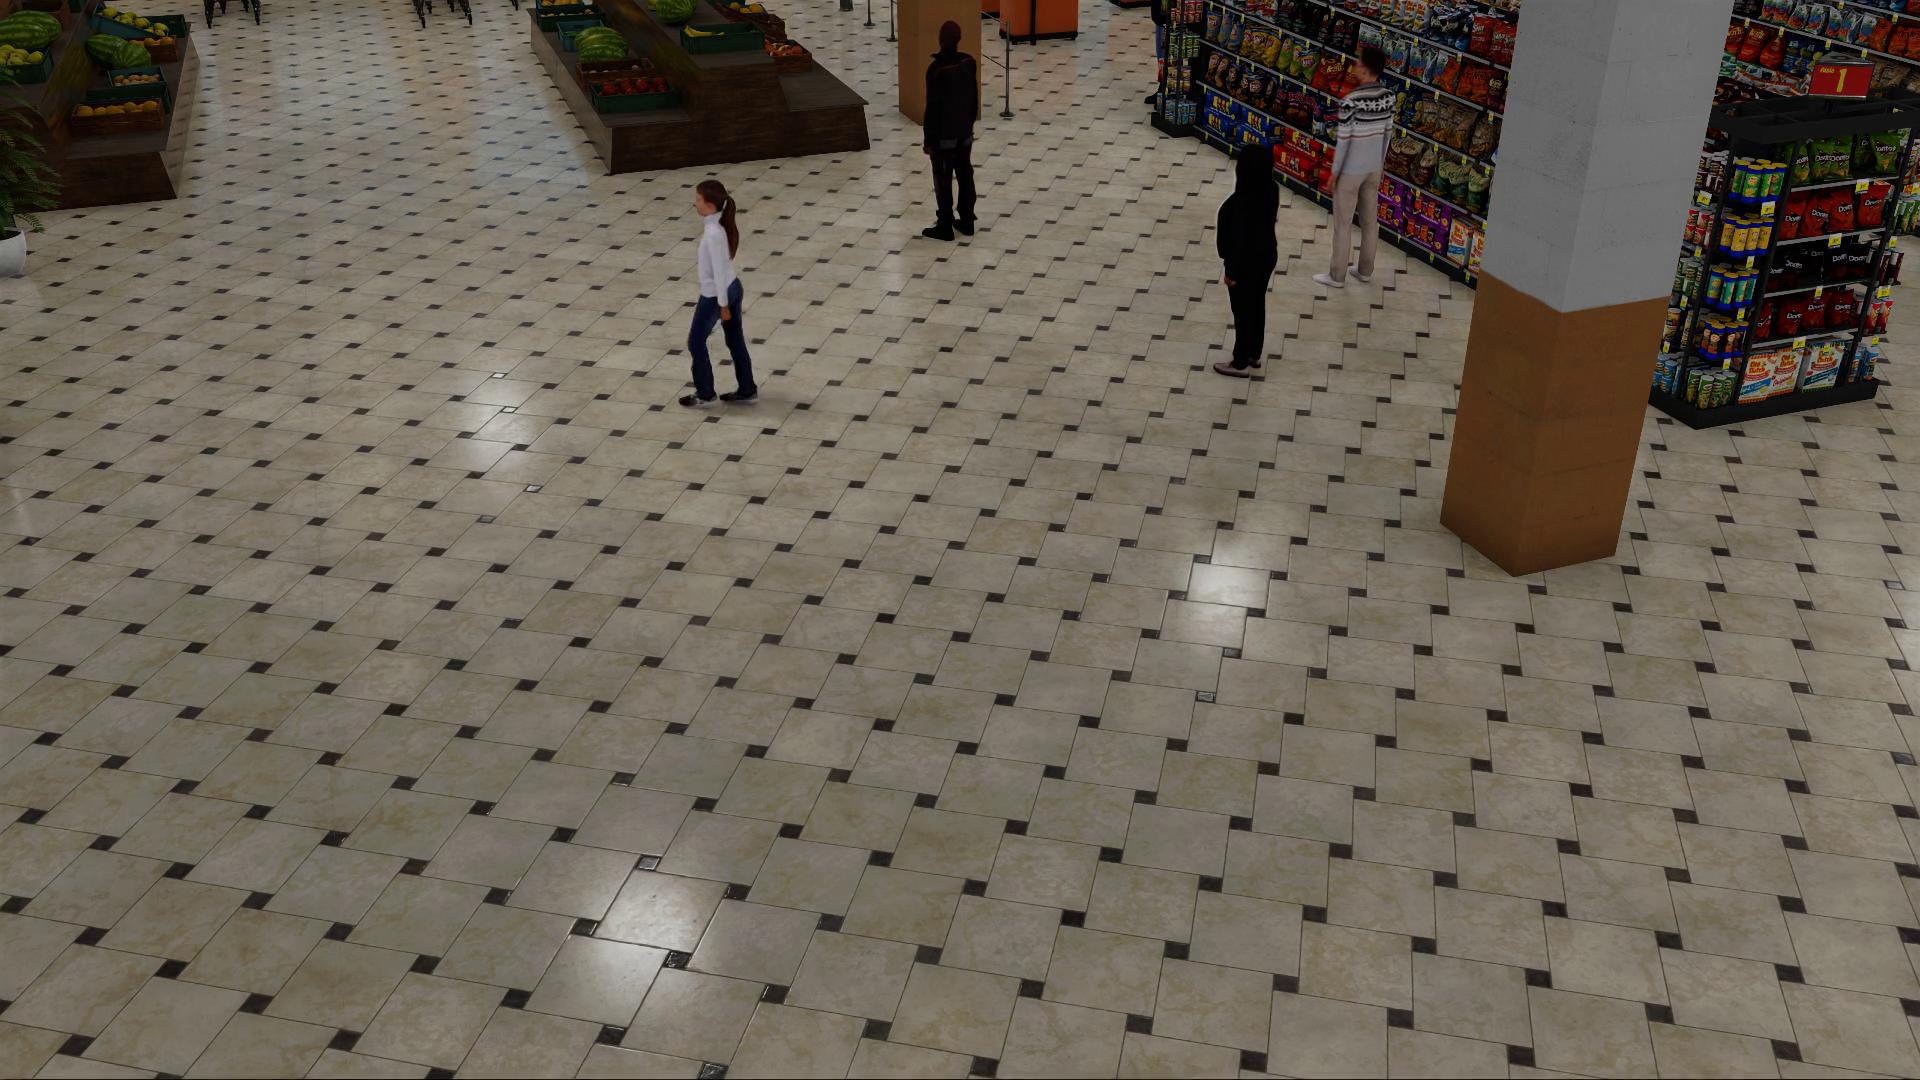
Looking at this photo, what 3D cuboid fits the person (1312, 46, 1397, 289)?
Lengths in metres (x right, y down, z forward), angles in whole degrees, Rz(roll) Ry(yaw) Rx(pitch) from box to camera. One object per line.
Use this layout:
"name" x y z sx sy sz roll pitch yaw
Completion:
"person" 3.112 -2.898 12.956 0.710 1.865 0.610 -14 32 -24

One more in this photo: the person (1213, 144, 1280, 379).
"person" 1.995 -1.917 11.418 0.796 1.616 0.763 20 34 32

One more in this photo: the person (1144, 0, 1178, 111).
"person" 2.243 -5.537 17.959 0.654 1.702 0.515 -6 29 -10

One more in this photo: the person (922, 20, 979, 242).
"person" -0.066 -3.442 13.993 0.765 1.826 0.709 -20 34 -32

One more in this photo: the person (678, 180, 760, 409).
"person" -1.489 -1.593 10.906 0.764 1.538 0.762 4 29 8
